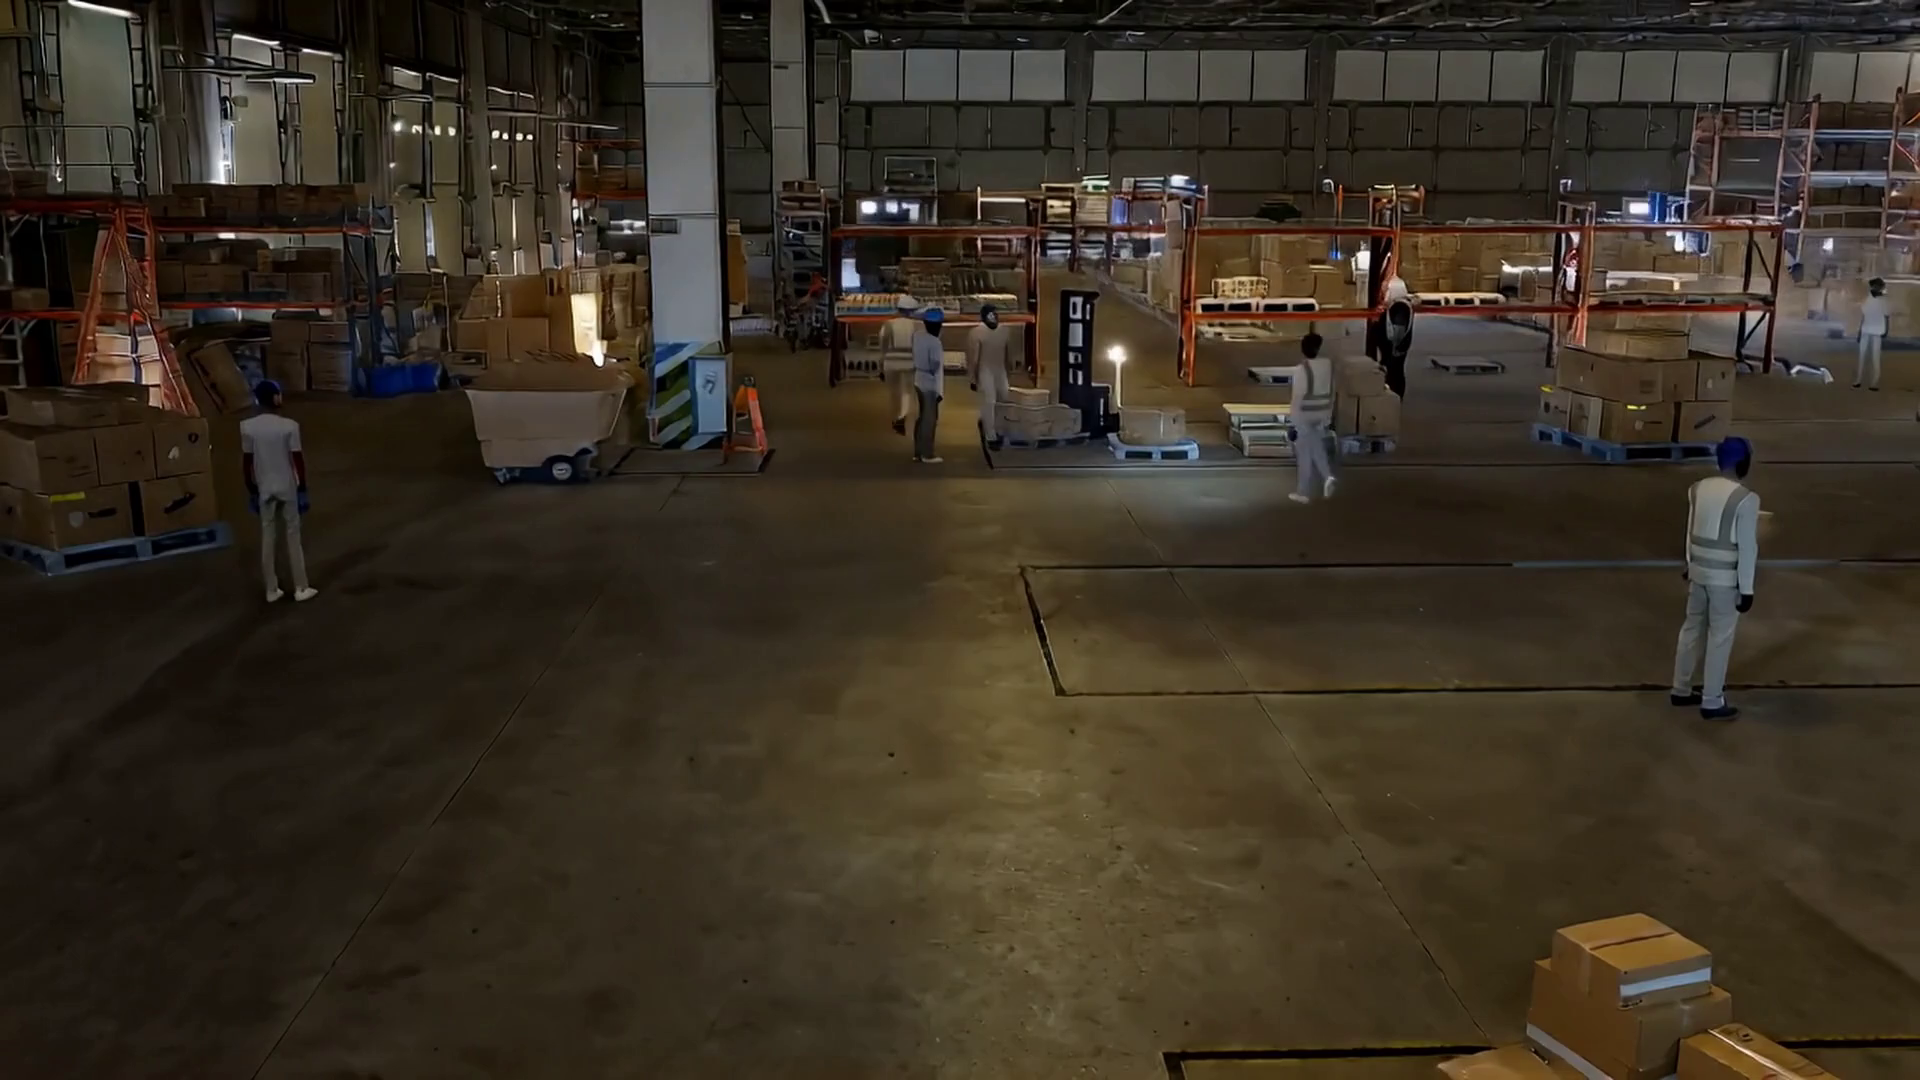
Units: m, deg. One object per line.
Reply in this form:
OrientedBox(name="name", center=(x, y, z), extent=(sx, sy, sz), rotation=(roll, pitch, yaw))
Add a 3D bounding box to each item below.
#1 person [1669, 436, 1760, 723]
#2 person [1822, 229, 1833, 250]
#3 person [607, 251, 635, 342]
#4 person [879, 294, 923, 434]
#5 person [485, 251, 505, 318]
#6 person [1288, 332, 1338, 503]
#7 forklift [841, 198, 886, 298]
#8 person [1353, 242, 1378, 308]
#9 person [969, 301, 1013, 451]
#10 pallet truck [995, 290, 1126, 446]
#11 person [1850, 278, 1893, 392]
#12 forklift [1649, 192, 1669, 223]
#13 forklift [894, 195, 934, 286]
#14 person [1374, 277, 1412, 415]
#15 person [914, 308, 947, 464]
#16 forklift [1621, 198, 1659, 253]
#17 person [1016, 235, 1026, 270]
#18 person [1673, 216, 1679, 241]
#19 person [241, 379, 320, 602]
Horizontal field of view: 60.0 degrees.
OrientedBox(name="person", center=(4.955, 0.252, 10.884), extent=(0.352, 1.877, 0.572), rotation=(-4, 13, -18))
OrientedBox(name="person", center=(28.379, -9.316, 54.472), extent=(0.317, 1.697, 0.540), rotation=(11, 17, 41))
OrientedBox(name="person", center=(-7.043, -5.025, 34.572), extent=(0.587, 1.930, 0.360), rotation=(1, 12, 2))
OrientedBox(name="person", center=(-0.792, -2.391, 22.744), extent=(0.618, 1.910, 0.854), rotation=(0, 12, -2))
OrientedBox(name="person", center=(-11.467, -6.267, 40.876), extent=(0.524, 1.628, 0.321), rotation=(10, 16, 39))
OrientedBox(name="person", center=(3.795, -1.303, 17.895), extent=(0.606, 1.873, 0.502), rotation=(-8, 15, -32))
OrientedBox(name="forklift", center=(-2.541, -8.292, 47.160), extent=(1.129, 2.768, 1.873), rotation=(-12, 17, -42))
OrientedBox(name="person", center=(10.065, -6.457, 41.262), extent=(0.650, 1.837, 0.430), rotation=(9, 15, 34))
OrientedBox(name="person", center=(0.390, -2.125, 21.484), extent=(0.646, 1.928, 0.538), rotation=(-9, 15, -34))
OrientedBox(name="pallet truck", center=(1.257, -2.299, 22.111), extent=(1.885, 1.965, 0.823), rotation=(-9, 15, -35))
OrientedBox(name="person", center=(14.940, -3.359, 27.227), extent=(0.316, 1.859, 0.526), rotation=(-7, 14, -28))
OrientedBox(name="forklift", center=(25.213, -11.204, 60.307), extent=(1.873, 2.768, 1.129), rotation=(0, 12, -1))
OrientedBox(name="forklift", center=(-1.485, -9.378, 52.064), extent=(1.129, 2.768, 1.873), rotation=(-4, 13, -19))
OrientedBox(name="person", center=(6.406, -2.886, 24.661), extent=(0.536, 2.000, 0.688), rotation=(5, 13, 20))
OrientedBox(name="person", center=(-0.354, -1.891, 20.451), extent=(0.390, 1.921, 0.583), rotation=(-7, 14, -28))
OrientedBox(name="forklift", center=(19.145, -8.277, 47.091), extent=(1.129, 2.768, 1.873), rotation=(0, 12, -2))
OrientedBox(name="person", center=(2.221, -10.088, 57.958), extent=(0.540, 1.697, 0.317), rotation=(-3, 13, -15))
OrientedBox(name="person", center=(26.615, -11.140, 62.161), extent=(0.372, 1.939, 0.544), rotation=(5, 13, 21))
OrientedBox(name="person", center=(-5.688, -0.403, 13.856), extent=(0.517, 1.865, 0.334), rotation=(0, 12, 1))
